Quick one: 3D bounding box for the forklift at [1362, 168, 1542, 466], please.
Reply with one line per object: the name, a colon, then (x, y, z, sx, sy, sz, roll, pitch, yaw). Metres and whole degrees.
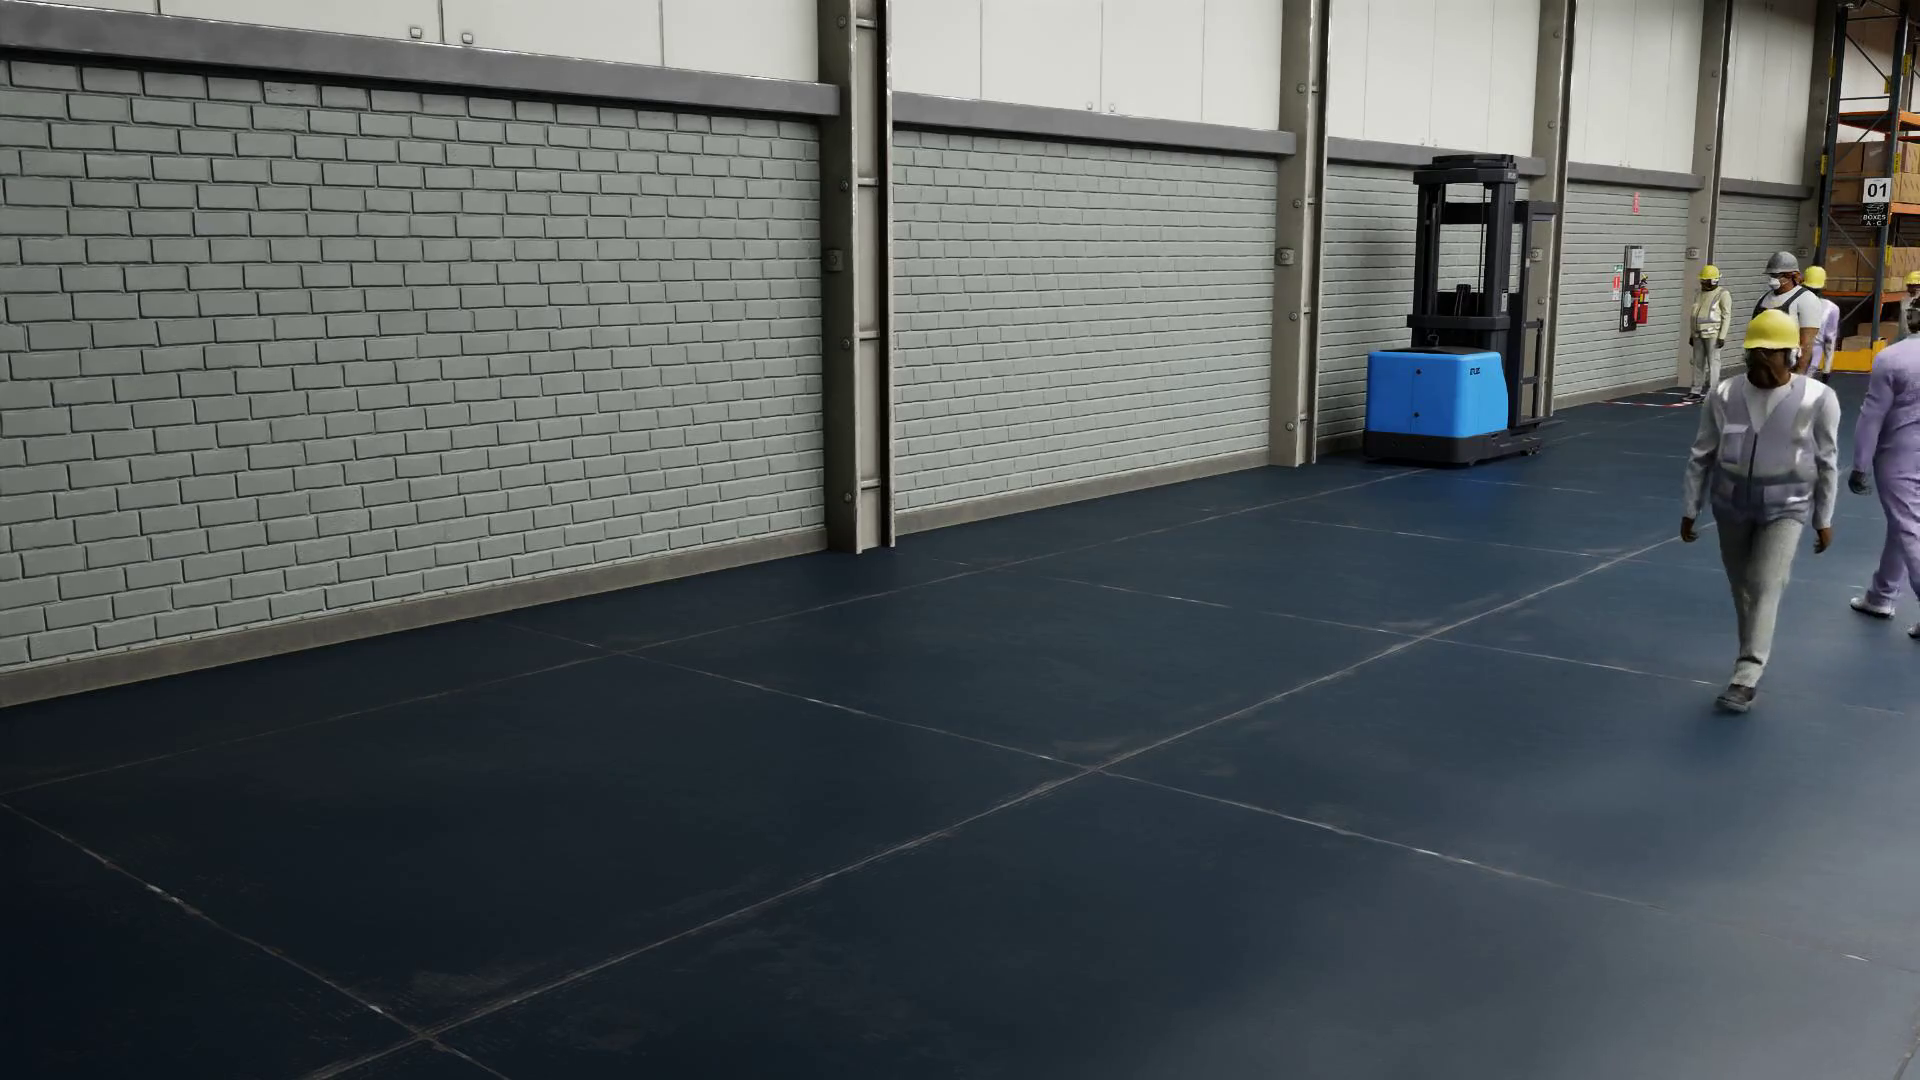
forklift: (4.875, -2.212, 16.287, 1.129, 2.768, 1.873, 8, 13, 40)

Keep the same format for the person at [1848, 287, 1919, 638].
person: (5.152, -0.434, 8.954, 0.654, 1.866, 0.971, -1, 10, -7)

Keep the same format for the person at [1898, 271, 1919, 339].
person: (12.436, -2.649, 21.868, 0.725, 1.736, 0.551, -3, 10, -15)

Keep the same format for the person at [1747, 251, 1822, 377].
person: (7.364, -1.574, 15.042, 0.536, 2.000, 0.677, -4, 11, -20)

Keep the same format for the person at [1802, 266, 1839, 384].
person: (8.386, -1.791, 16.593, 0.645, 1.889, 0.740, 8, 13, 39)

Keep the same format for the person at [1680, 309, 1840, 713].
person: (3.664, -0.164, 7.640, 0.616, 1.786, 0.940, 9, 13, 41)

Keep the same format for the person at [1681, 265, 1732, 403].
person: (9.978, -2.745, 22.211, 0.404, 1.822, 0.592, -4, 11, -21)
